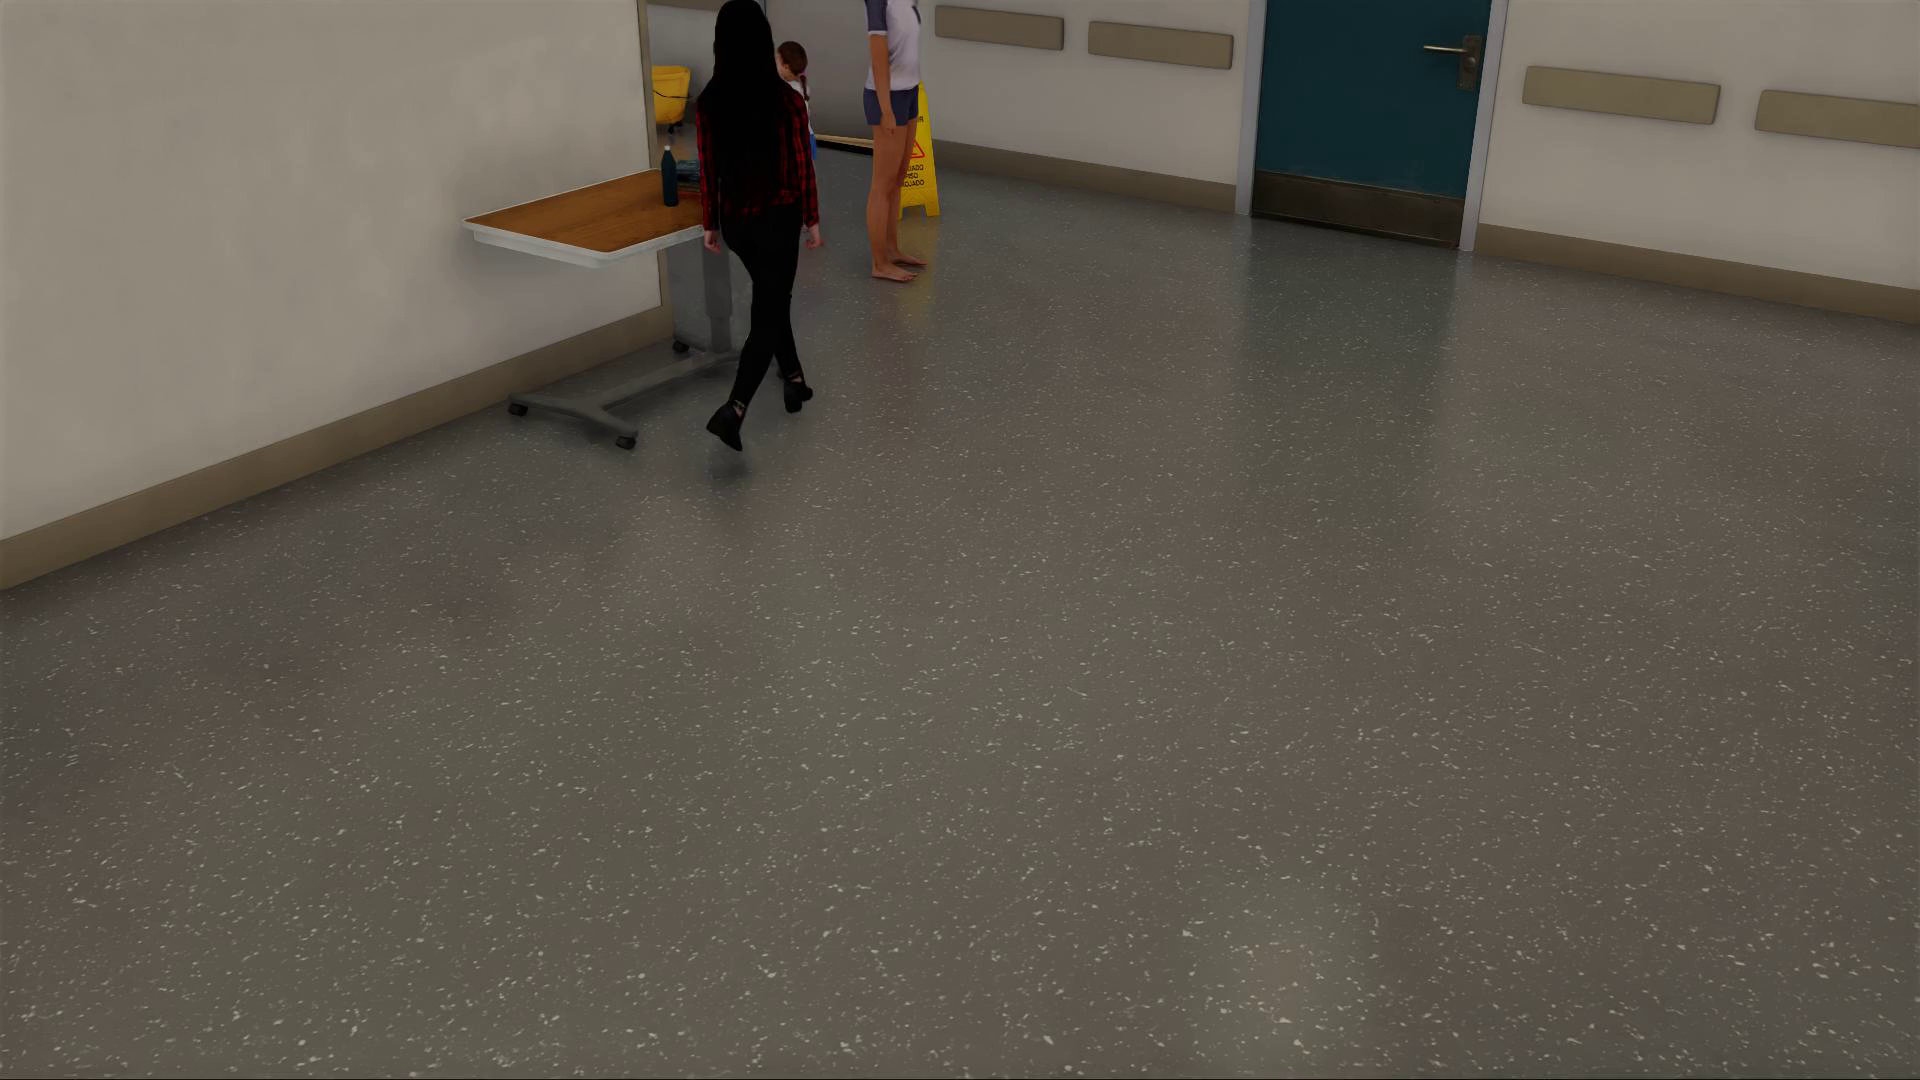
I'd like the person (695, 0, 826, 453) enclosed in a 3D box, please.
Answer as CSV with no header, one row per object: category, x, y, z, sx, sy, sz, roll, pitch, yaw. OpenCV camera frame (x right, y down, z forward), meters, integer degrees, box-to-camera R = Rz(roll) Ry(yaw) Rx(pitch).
person,-0.762,-1.105,6.159,1.082,1.610,0.860,9,27,18

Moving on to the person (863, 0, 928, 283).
person,-0.336,-2.179,8.244,0.625,1.734,0.649,6,26,13

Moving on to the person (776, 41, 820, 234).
person,-0.889,-2.217,9.148,0.478,1.016,0.462,8,27,17
